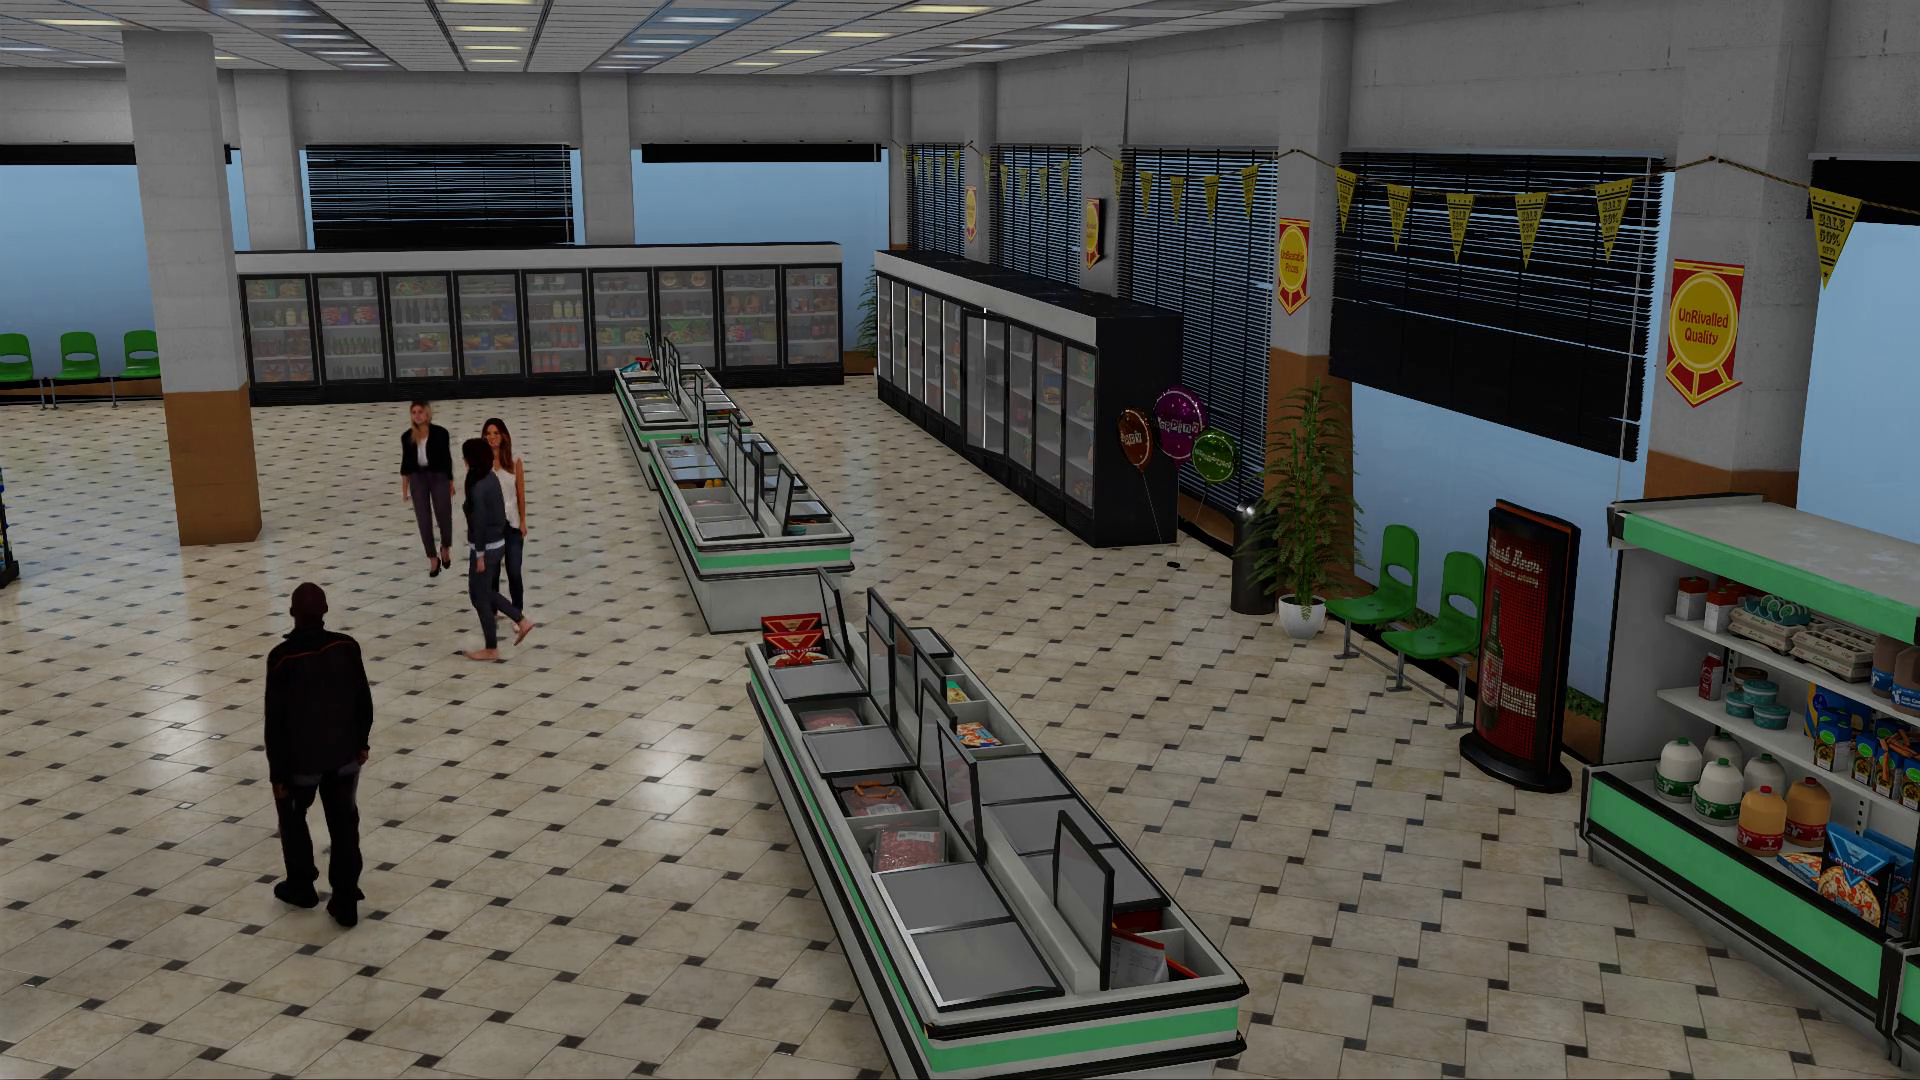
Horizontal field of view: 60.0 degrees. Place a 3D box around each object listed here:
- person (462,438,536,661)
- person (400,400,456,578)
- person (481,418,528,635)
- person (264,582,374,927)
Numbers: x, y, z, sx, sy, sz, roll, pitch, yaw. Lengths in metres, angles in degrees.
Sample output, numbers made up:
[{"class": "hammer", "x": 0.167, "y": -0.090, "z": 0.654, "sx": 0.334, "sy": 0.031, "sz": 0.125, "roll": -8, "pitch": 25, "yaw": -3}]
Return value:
[{"class": "person", "x": -3.605, "y": 0.071, "z": 12.966, "sx": 0.765, "sy": 1.758, "sz": 0.761, "roll": 0, "pitch": 14, "yaw": -1}, {"class": "person", "x": -4.920, "y": -0.493, "z": 15.492, "sx": 0.657, "sy": 1.664, "sz": 0.618, "roll": -1, "pitch": 14, "yaw": -5}, {"class": "person", "x": -3.786, "y": -0.123, "z": 13.708, "sx": 0.598, "sy": 1.785, "sz": 0.546, "roll": -2, "pitch": 14, "yaw": -9}, {"class": "person", "x": -3.245, "y": 1.126, "z": 8.510, "sx": 0.924, "sy": 1.809, "sz": 1.010, "roll": -11, "pitch": 17, "yaw": -38}]
